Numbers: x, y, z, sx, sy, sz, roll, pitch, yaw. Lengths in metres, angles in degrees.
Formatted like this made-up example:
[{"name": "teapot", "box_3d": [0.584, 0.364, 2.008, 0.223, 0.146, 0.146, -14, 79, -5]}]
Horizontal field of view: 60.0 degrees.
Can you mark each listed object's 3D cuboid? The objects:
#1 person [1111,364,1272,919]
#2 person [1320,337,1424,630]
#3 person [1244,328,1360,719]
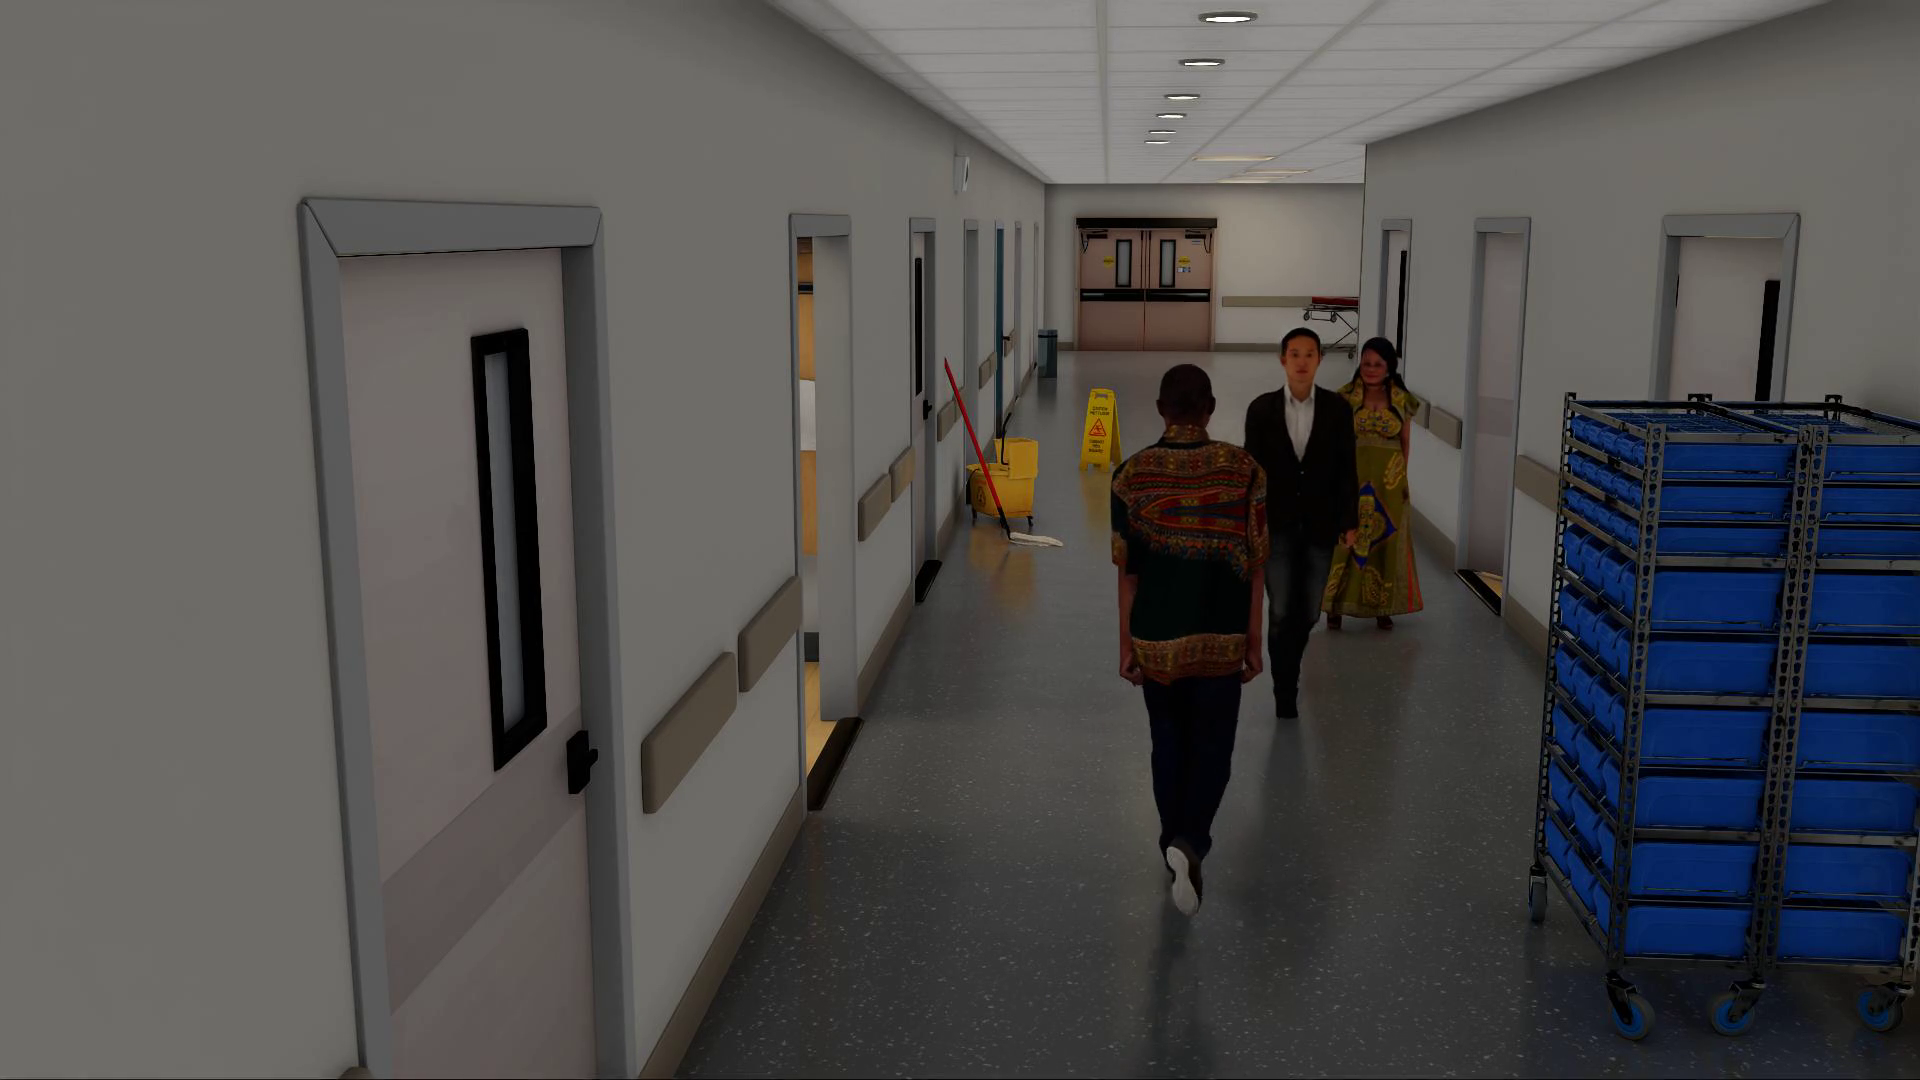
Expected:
[{"name": "person", "box_3d": [0.755, 0.338, 5.469, 0.786, 1.787, 1.116, 2, 11, 12]}, {"name": "person", "box_3d": [2.314, -0.326, 9.421, 0.853, 1.658, 0.768, 0, 11, 1]}, {"name": "person", "box_3d": [1.593, -0.092, 7.863, 0.700, 1.779, 1.061, 1, 11, 6]}]
